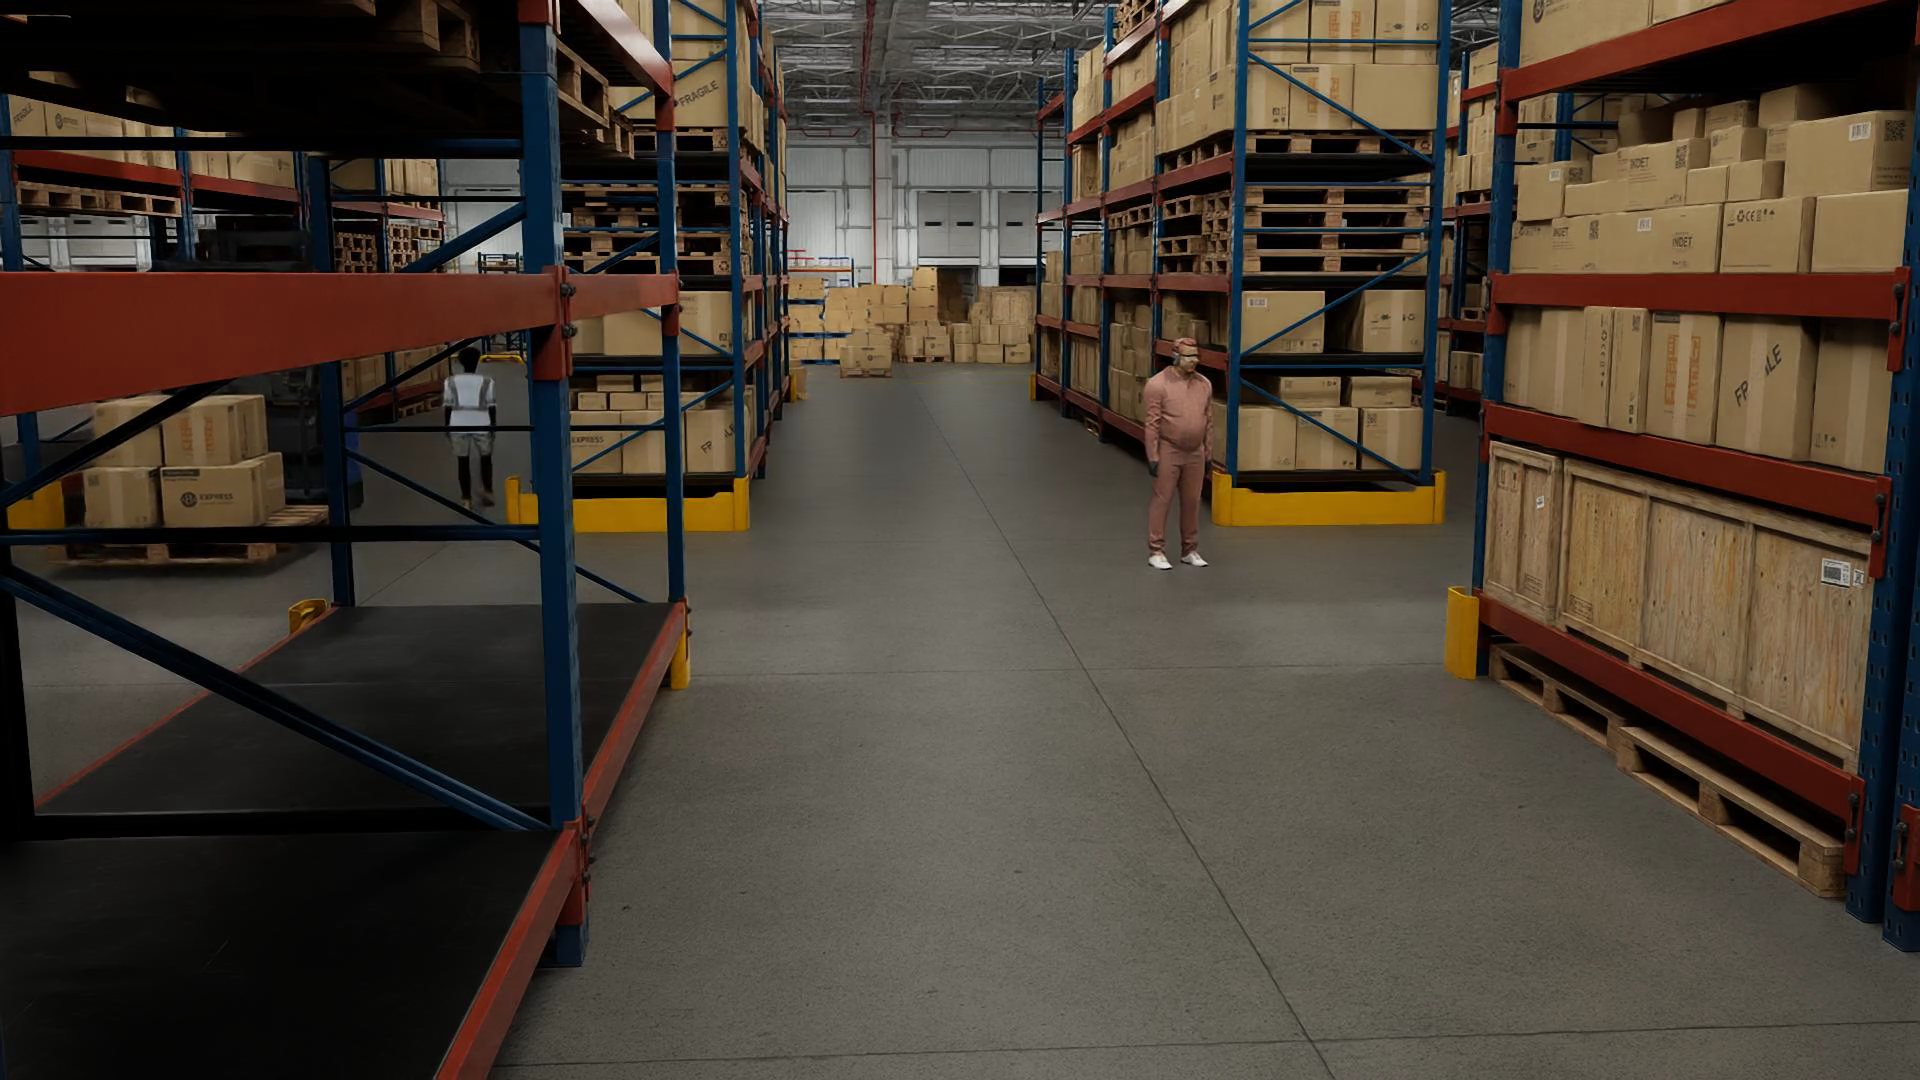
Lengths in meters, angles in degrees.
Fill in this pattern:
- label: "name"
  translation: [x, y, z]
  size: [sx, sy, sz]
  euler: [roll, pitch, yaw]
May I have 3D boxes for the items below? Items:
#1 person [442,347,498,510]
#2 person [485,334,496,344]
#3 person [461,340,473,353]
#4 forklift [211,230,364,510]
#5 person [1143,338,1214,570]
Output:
- label: "person"
  translation: [-5.009, -1.137, 17.054]
  size: [0.552, 1.673, 0.674]
  euler: [-2, 9, -12]
- label: "person"
  translation: [-16.613, -7.957, 58.719]
  size: [0.696, 2.000, 0.987]
  euler: [-3, 9, -16]
- label: "person"
  translation: [-14.268, -6.155, 47.889]
  size: [0.355, 1.887, 0.572]
  euler: [9, 12, 43]
- label: "forklift"
  translation: [-6.614, -1.585, 16.080]
  size: [1.129, 2.768, 1.873]
  euler: [-1, 9, -4]
- label: "person"
  translation: [1.813, -0.704, 13.640]
  size: [0.645, 1.898, 0.398]
  euler: [-4, 10, -24]
